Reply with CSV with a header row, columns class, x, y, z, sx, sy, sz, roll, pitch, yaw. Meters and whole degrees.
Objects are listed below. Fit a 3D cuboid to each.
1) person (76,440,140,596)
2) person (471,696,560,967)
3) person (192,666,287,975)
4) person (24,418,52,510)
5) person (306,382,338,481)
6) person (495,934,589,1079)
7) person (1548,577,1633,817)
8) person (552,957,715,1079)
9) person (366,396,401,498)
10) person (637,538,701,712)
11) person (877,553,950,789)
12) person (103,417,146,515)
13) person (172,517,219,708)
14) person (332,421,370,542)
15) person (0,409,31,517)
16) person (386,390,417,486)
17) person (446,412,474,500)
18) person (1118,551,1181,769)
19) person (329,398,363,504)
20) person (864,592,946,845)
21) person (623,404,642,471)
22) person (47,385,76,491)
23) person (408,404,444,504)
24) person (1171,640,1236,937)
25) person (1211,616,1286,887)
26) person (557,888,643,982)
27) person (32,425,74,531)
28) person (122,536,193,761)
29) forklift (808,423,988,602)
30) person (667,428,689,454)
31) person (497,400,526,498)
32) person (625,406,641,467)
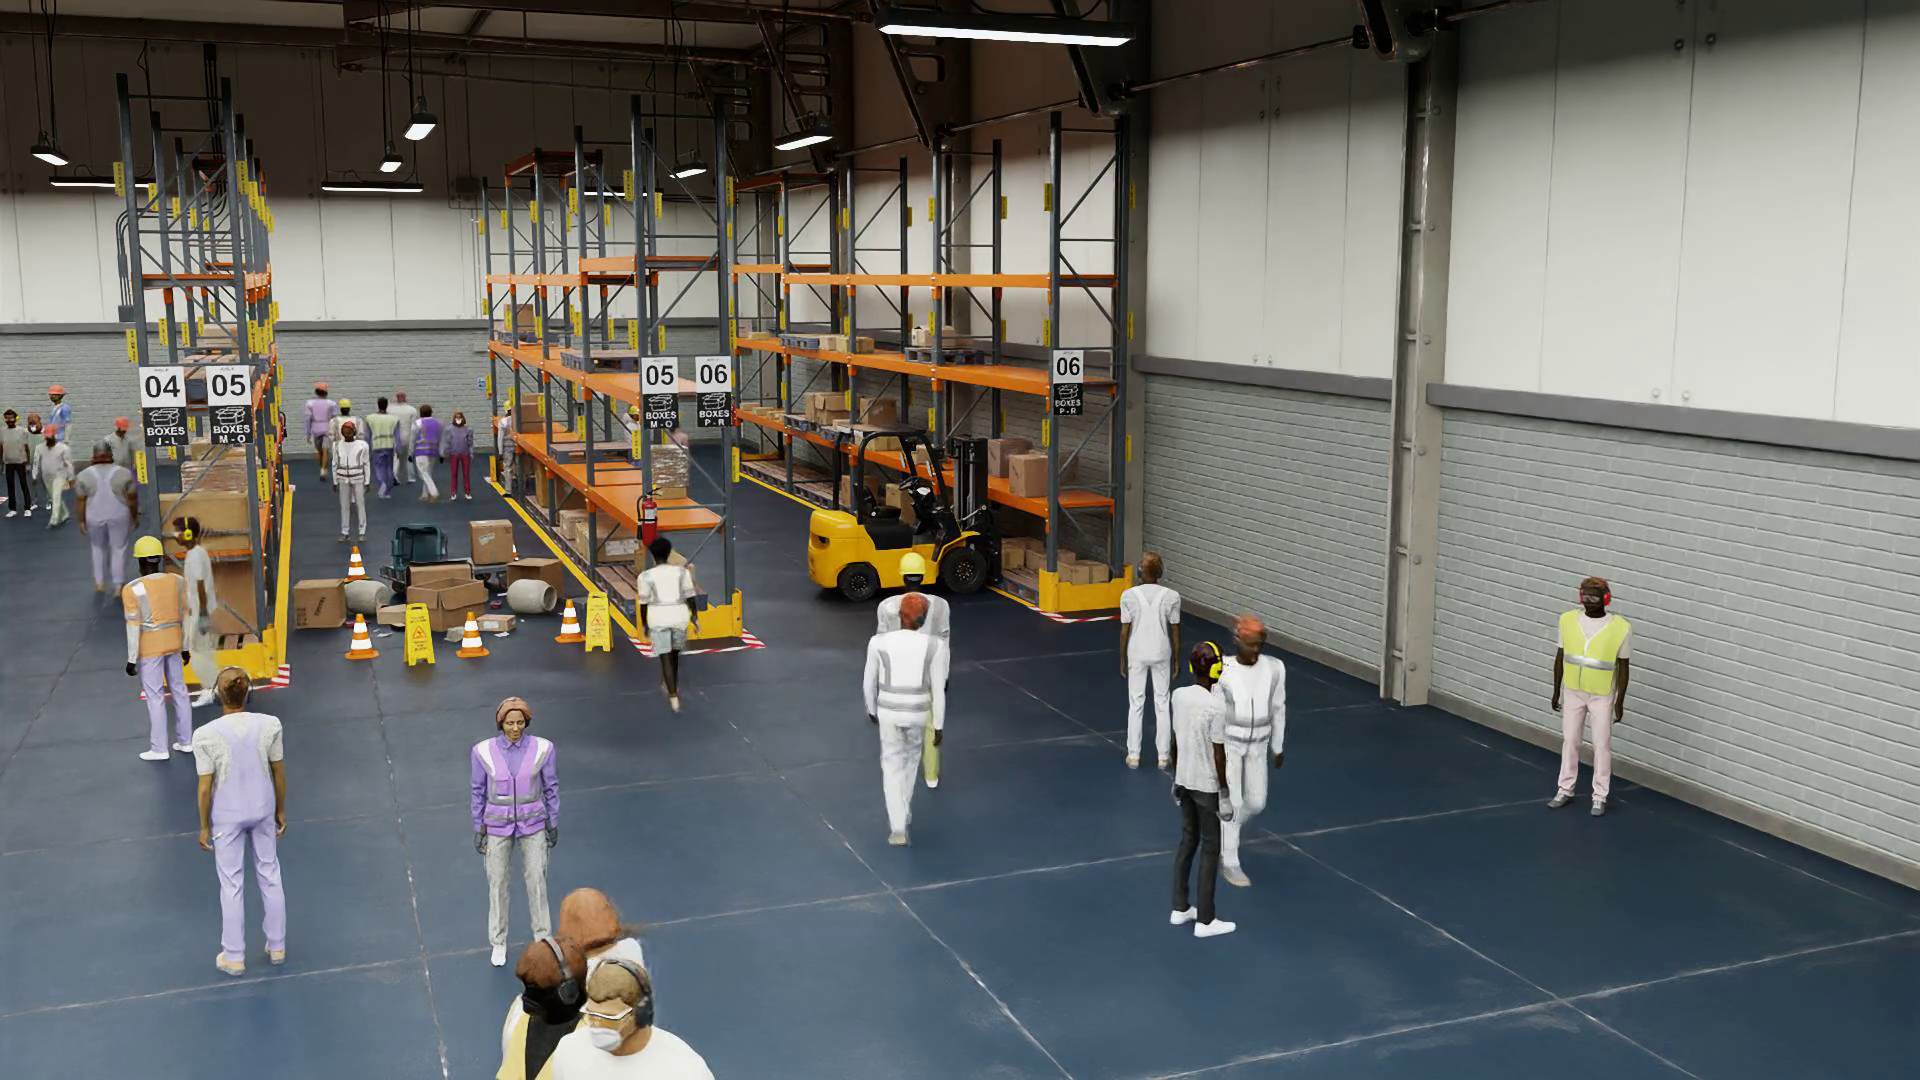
class,x,y,z,sx,sy,sz,roll,pitch,yaw
person,-11.050,-0.314,21.624,0.700,2.000,0.873,-3,10,-20
person,-2.664,1.739,9.994,0.514,1.634,0.313,-3,9,-16
person,-4.258,1.651,9.867,0.506,1.846,0.345,-8,12,-39
person,-16.275,-1.342,29.365,0.498,1.634,0.283,-2,9,-11
person,-12.878,-2.189,33.615,0.631,1.997,1.005,-2,9,-11
person,-1.411,2.282,5.927,0.619,1.839,0.430,6,11,33
person,4.846,1.187,12.789,0.565,1.846,0.390,7,11,38
person,-1.085,2.296,5.550,0.627,1.933,0.366,4,10,25
person,-10.656,-1.701,30.768,0.606,1.907,0.575,-4,10,-24
person,-2.779,0.799,15.909,0.586,1.627,0.903,-4,10,-26
person,-0.372,1.056,13.391,0.588,1.918,0.397,-1,9,-6
person,-14.450,-1.240,28.512,0.512,1.711,0.731,5,10,27
person,-7.287,0.694,15.863,0.443,1.849,0.569,-4,10,-24
person,-9.457,-0.906,25.835,0.573,1.887,0.355,-1,9,-5
person,-16.190,-1.311,28.474,0.507,1.862,0.331,-1,9,-8
person,-11.047,-2.023,32.898,0.644,1.882,0.871,0,9,-2
person,-9.239,-1.560,30.738,0.498,1.634,0.278,-3,10,-19
person,1.586,1.007,13.925,0.519,1.843,0.331,1,9,5
person,-11.144,-1.614,30.236,0.597,1.909,0.580,-4,10,-25
person,-0.401,1.289,12.163,0.596,1.846,0.700,-1,9,-5
person,-6.621,-2.074,34.044,0.506,1.612,0.592,-3,10,-21
person,-17.324,-1.967,32.007,0.611,2.048,0.361,7,11,36
person,-9.669,-1.560,30.203,0.826,1.809,0.629,7,11,37
person,1.523,1.552,10.461,0.339,1.856,0.529,-5,10,-29
person,1.910,1.400,11.402,0.617,1.863,0.607,-2,9,-13
person,-1.557,2.230,7.008,0.804,1.601,0.520,6,11,34
person,-14.865,-1.043,27.286,0.565,1.708,0.932,0,9,2
person,-6.850,0.923,14.191,0.388,1.926,0.590,5,10,30
forklift,-0.830,-0.399,21.676,2.313,2.155,1.214,-4,10,-21
person,-4.929,-1.250,28.499,0.537,1.726,0.892,0,9,-2
person,-8.330,-1.685,30.951,0.588,1.825,0.404,-8,12,-42
person,-5.941,-1.583,30.472,0.316,1.769,0.523,3,9,16
